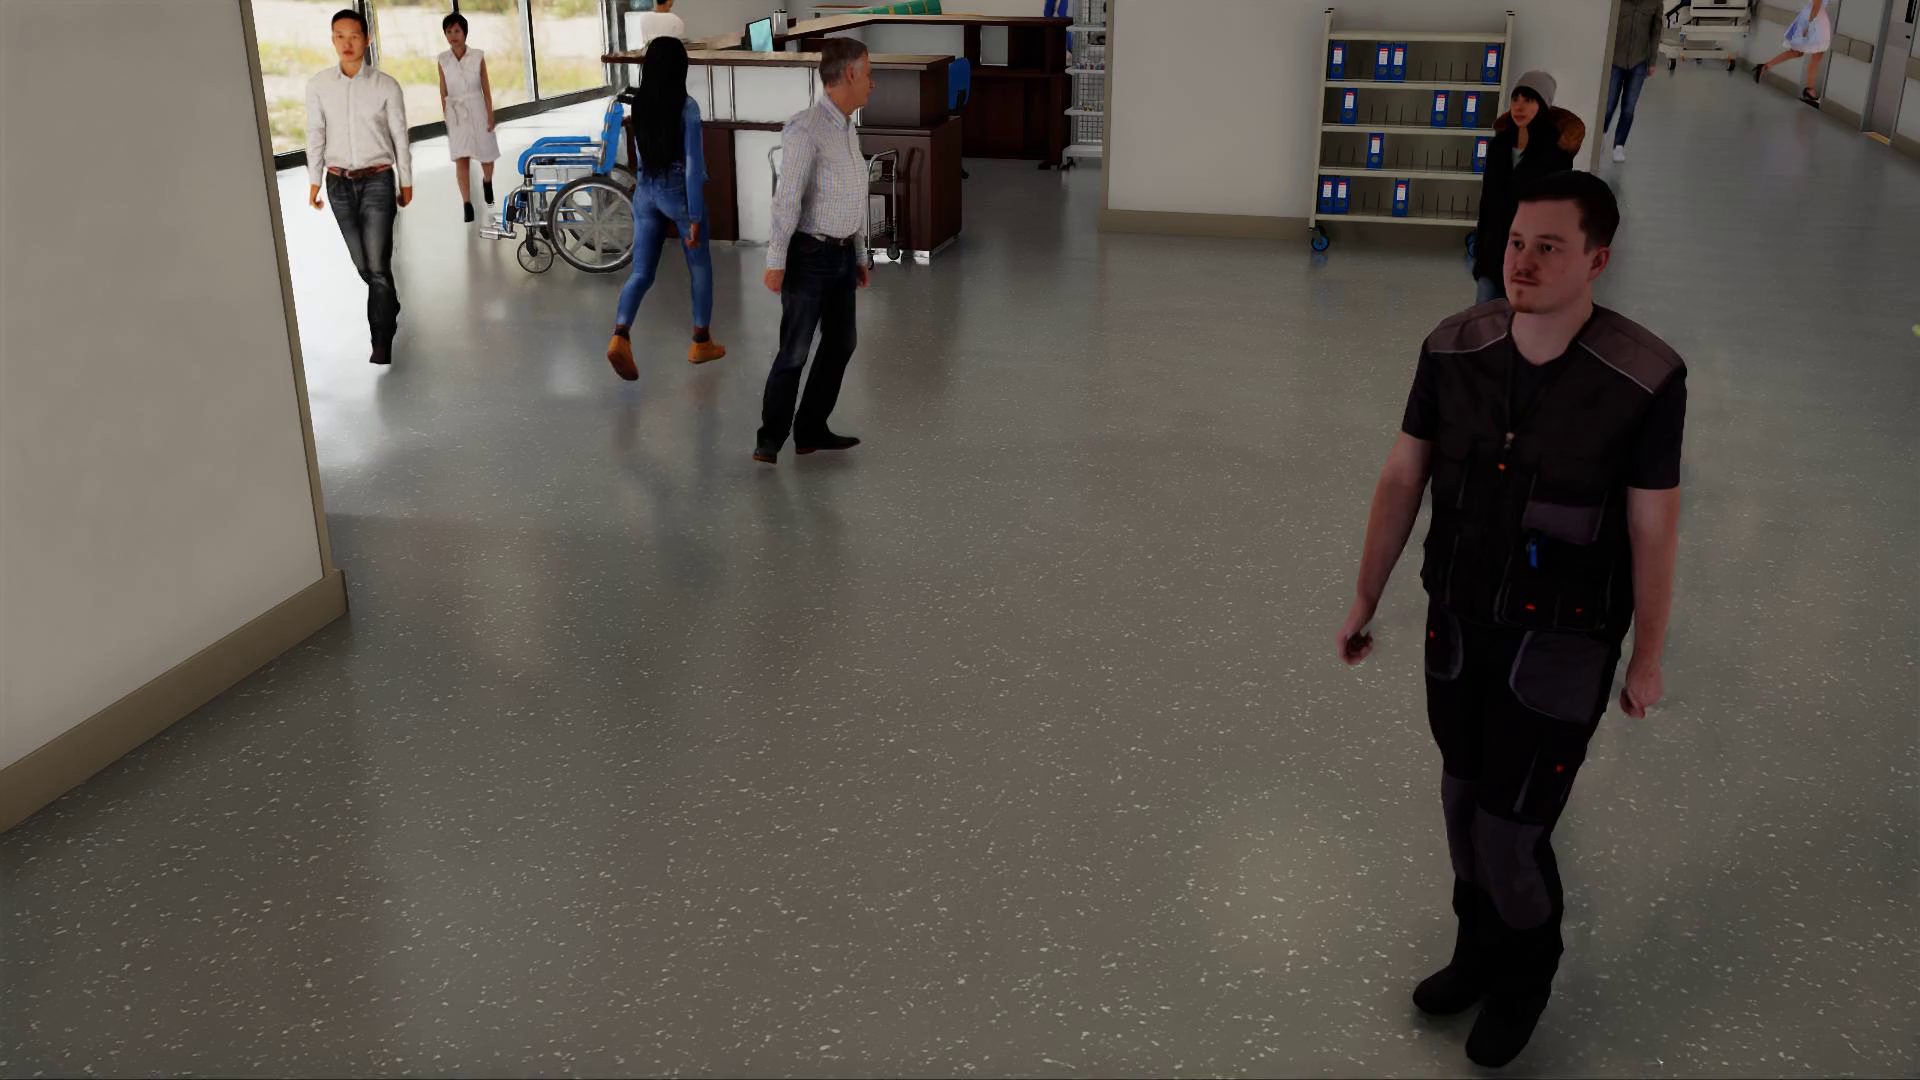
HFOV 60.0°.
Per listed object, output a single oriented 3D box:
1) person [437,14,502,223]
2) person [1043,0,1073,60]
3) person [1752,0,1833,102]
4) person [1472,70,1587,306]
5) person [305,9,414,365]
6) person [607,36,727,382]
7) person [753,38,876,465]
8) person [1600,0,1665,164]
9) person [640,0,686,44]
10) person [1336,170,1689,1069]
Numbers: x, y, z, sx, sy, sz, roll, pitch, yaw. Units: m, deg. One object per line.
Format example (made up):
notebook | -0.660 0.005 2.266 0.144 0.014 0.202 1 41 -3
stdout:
person | -3.786 -3.259 12.877 1.004 1.528 0.913 -5 21 -12
person | 1.615 -8.487 26.406 1.147 1.721 1.127 -14 25 -33
person | 10.501 -6.361 20.710 1.076 1.781 0.654 5 21 12
person | 2.574 -1.276 7.553 1.065 1.590 1.004 19 28 41
person | -3.164 -1.864 8.847 1.191 1.774 0.979 -1 21 -4
person | -1.516 -1.605 8.303 1.151 1.674 0.812 9 23 23
person | -0.652 -1.188 7.061 0.752 1.776 0.911 17 27 38
person | 6.321 -4.529 15.783 0.771 1.845 0.788 5 21 12
person | -2.724 -4.179 15.081 0.975 1.687 0.742 8 22 19
person | 1.188 0.168 3.404 0.901 1.829 0.812 -15 26 -35
